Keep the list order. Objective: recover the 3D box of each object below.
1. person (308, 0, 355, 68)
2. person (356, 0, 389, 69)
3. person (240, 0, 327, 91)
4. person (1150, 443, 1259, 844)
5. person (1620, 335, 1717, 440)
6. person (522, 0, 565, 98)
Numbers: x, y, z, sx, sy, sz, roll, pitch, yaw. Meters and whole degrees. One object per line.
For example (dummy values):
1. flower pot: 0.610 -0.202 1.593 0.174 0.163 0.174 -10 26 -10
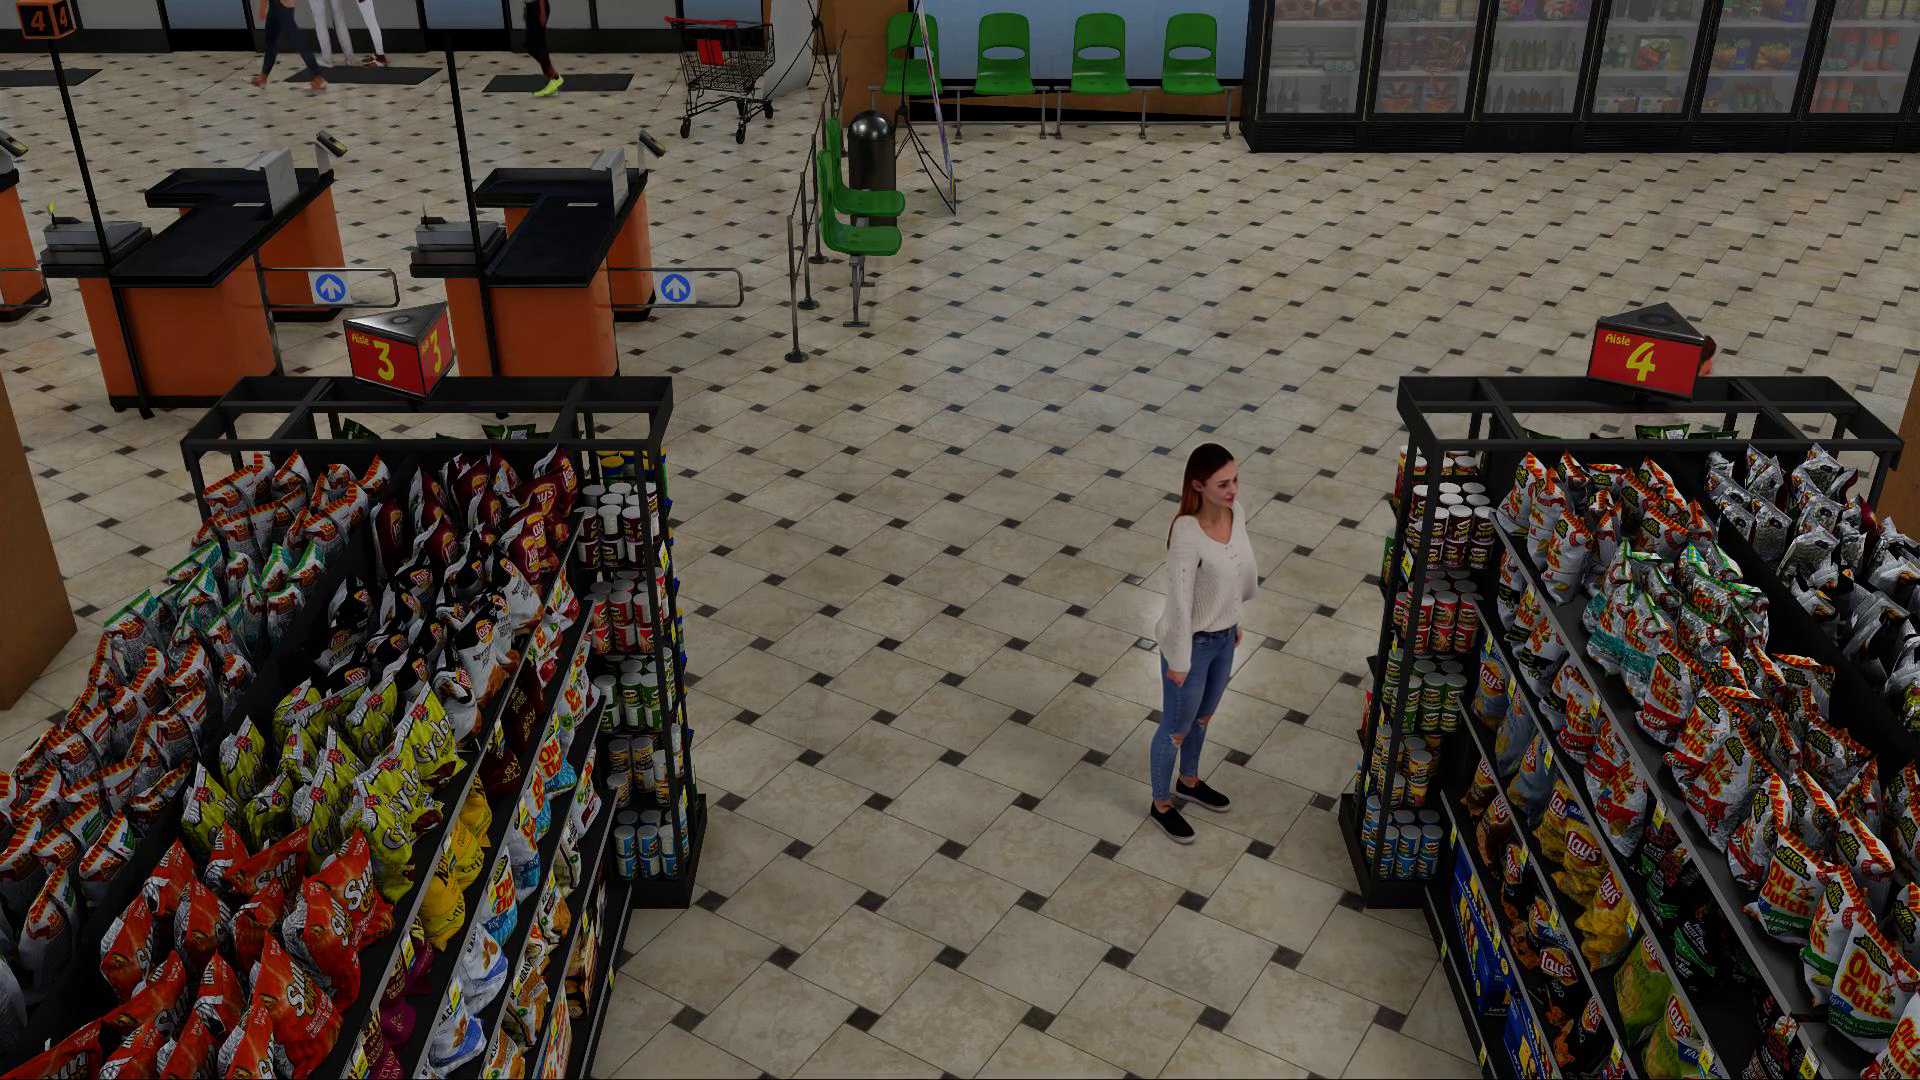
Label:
1. person: -7.095 -6.222 18.477 0.747 1.886 0.775 -19 34 -31
2. person: -6.662 -6.171 18.551 0.716 1.724 0.546 -9 30 -16
3. person: -7.003 -5.559 17.408 0.891 1.747 1.083 -8 30 -15
4. person: 0.941 0.397 6.555 0.763 1.692 0.693 24 36 36
5. person: 2.793 0.012 7.089 0.993 1.857 1.134 11 30 19
6. person: -4.302 -5.474 17.256 0.754 1.741 0.676 -14 31 -23
